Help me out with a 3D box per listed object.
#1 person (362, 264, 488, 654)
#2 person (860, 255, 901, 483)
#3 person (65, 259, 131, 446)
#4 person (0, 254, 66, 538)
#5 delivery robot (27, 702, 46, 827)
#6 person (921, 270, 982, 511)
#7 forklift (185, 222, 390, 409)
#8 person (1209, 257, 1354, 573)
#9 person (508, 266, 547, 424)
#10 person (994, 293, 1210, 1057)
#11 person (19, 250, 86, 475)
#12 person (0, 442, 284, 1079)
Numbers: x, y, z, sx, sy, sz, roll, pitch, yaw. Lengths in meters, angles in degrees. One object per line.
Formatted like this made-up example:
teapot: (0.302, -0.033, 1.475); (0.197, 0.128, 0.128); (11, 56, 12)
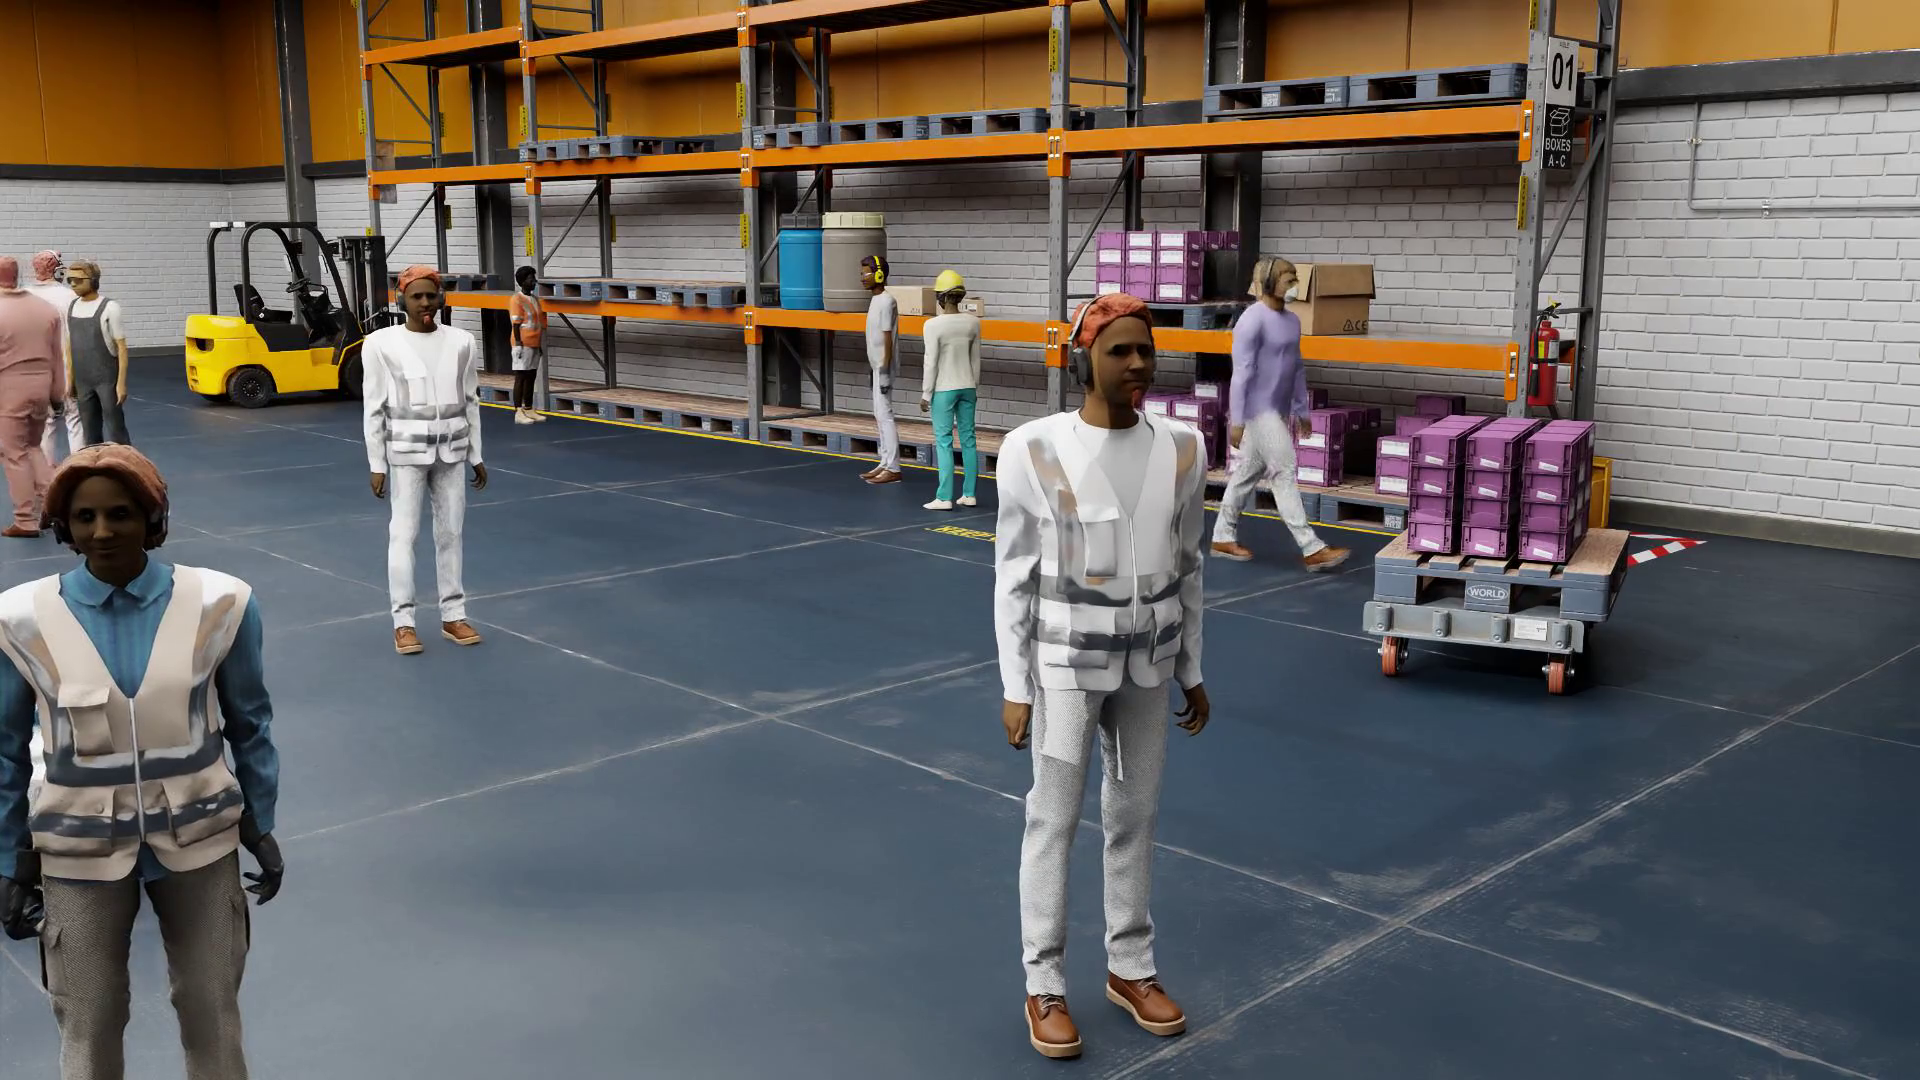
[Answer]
person: (-2.603, -0.395, 8.127); (0.585, 1.882, 0.337); (-8, 13, -38)
person: (-0.653, -1.394, 13.653); (0.317, 1.860, 0.516); (-2, 11, -13)
person: (-6.586, -1.212, 12.692); (0.514, 1.842, 0.329); (3, 11, 13)
person: (-6.320, -0.949, 11.106); (0.431, 1.894, 0.669); (4, 11, 21)
delivery robot: (-2.890, 0.754, 5.231); (0.707, 0.478, 0.477); (3, 11, 15)
person: (-0.069, -1.093, 12.258); (0.522, 1.768, 0.311); (-8, 13, -38)
forklift: (-8.169, -2.758, 20.163); (2.313, 2.155, 1.214); (-10, 14, -44)
person: (1.947, -0.758, 10.098); (1.003, 1.882, 0.651); (7, 13, 35)
person: (-4.658, -2.099, 17.925); (0.320, 1.695, 0.538); (2, 11, 13)
person: (0.361, 0.334, 4.150); (0.576, 1.884, 0.354); (-4, 11, -22)
person: (-6.976, -1.281, 12.897); (0.641, 1.909, 0.409); (0, 10, 1)
person: (-1.599, 0.621, 3.252); (0.521, 1.638, 0.311); (-6, 12, -28)
